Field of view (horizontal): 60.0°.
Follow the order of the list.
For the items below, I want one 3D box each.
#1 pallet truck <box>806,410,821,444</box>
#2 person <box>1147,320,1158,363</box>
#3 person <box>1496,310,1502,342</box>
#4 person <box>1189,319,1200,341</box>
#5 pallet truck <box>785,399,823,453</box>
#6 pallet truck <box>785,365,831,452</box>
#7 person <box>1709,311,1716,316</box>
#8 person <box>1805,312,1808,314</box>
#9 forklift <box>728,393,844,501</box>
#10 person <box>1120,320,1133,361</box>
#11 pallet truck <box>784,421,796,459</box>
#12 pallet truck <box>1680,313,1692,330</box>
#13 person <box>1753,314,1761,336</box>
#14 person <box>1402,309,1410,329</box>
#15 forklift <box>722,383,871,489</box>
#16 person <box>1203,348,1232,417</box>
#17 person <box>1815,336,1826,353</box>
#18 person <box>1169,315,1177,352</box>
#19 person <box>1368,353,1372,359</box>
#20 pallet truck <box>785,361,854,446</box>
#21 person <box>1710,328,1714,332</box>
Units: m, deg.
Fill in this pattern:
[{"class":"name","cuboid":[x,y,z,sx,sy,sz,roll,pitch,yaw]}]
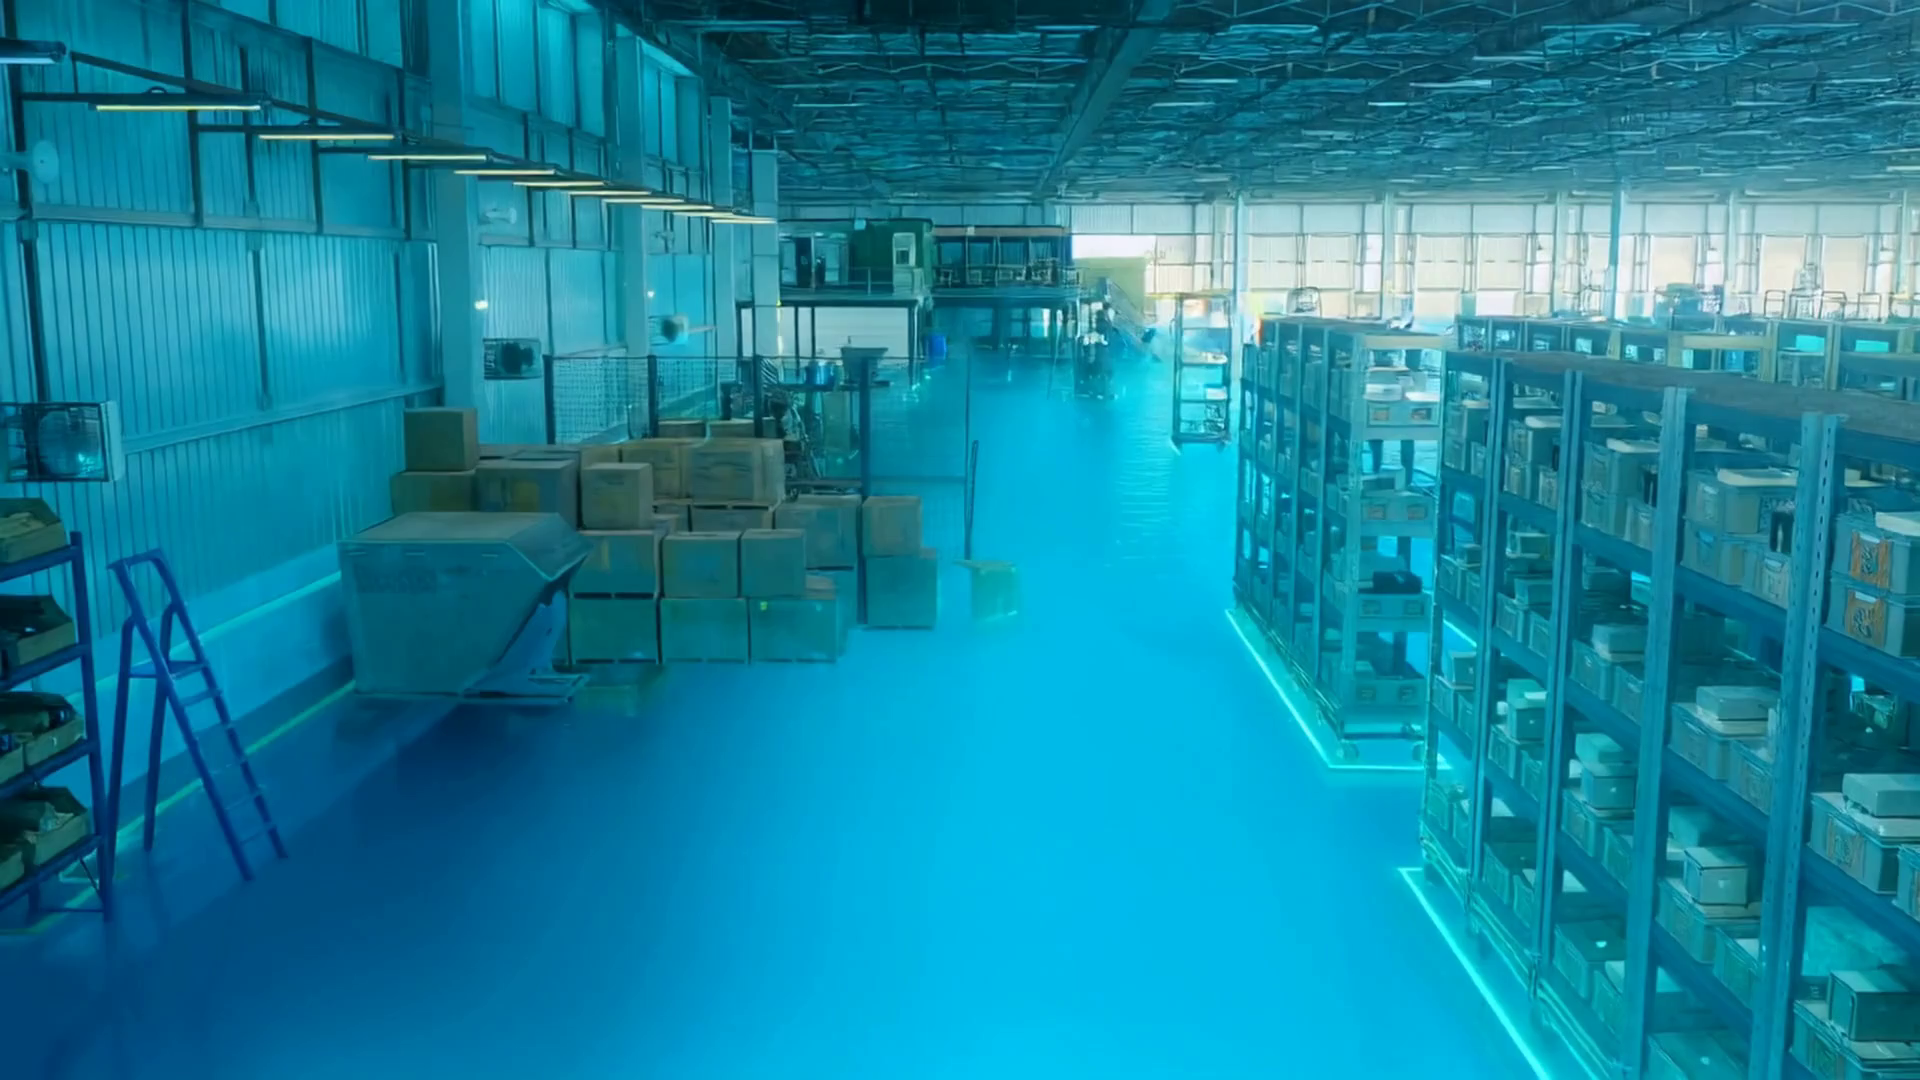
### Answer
[{"class":"pallet truck","cuboid":[-3.559,-2.018,33.905,1.522,1.261,0.704,0,9,-1]},{"class":"person","cuboid":[8.580,-8.826,74.052,0.607,1.897,0.694,8,12,40]},{"class":"person","cuboid":[31.225,-12.389,96.180,0.730,1.847,0.530,0,9,2]},{"class":"person","cuboid":[13.755,-12.601,97.379,0.565,1.885,0.646,0,9,1]},{"class":"pallet truck","cuboid":[-3.814,-2.432,36.419,1.630,1.274,0.653,0,9,1]},{"class":"pallet truck","cuboid":[-3.774,-2.976,37.635,1.885,1.965,0.823,1,9,5]},{"class":"person","cuboid":[39.333,-10.995,86.973,0.573,2.000,0.703,-3,10,-17]},{"class":"person","cuboid":[44.829,-11.143,88.232,0.365,1.931,0.631,2,9,12]},{"class":"forklift","cuboid":[-2.979,-1.316,26.476,2.680,1.987,1.157,0,9,1]},{"class":"person","cuboid":[7.556,-9.065,75.585,0.574,1.864,0.508,1,9,7]},{"class":"pallet truck","cuboid":[-4.013,-1.793,32.705,1.601,1.201,0.680,0,9,1]},{"class":"pallet truck","cuboid":[36.315,-10.531,84.244,0.823,1.965,1.885,-6,11,-33]},{"class":"person","cuboid":[42.272,-11.117,88.425,0.629,1.815,0.650,6,11,31]},{"class":"person","cuboid":[25.278,-12.130,94.358,0.585,1.918,0.395,-6,11,-31]},{"class":"forklift","cuboid":[-2.893,-1.687,28.729,2.680,1.987,1.157,0,9,-1]},{"class":"person","cuboid":[7.366,-4.403,46.536,1.053,1.970,0.645,6,11,32]},{"class":"person","cuboid":[30.375,-6.365,58.822,0.764,1.897,0.584,2,9,13]},{"class":"person","cuboid":[10.845,-10.433,83.987,0.573,1.883,0.355,-3,10,-19]},{"class":"person","cuboid":[13.000,-5.232,52.116,0.403,1.822,0.596,-3,10,-16]},{"class":"pallet truck","cuboid":[-3.410,-3.193,38.978,1.885,1.965,0.823,0,9,-1]},{"class":"person","cuboid":[33.372,-8.809,73.848,0.381,1.933,0.545,3,10,19]}]
